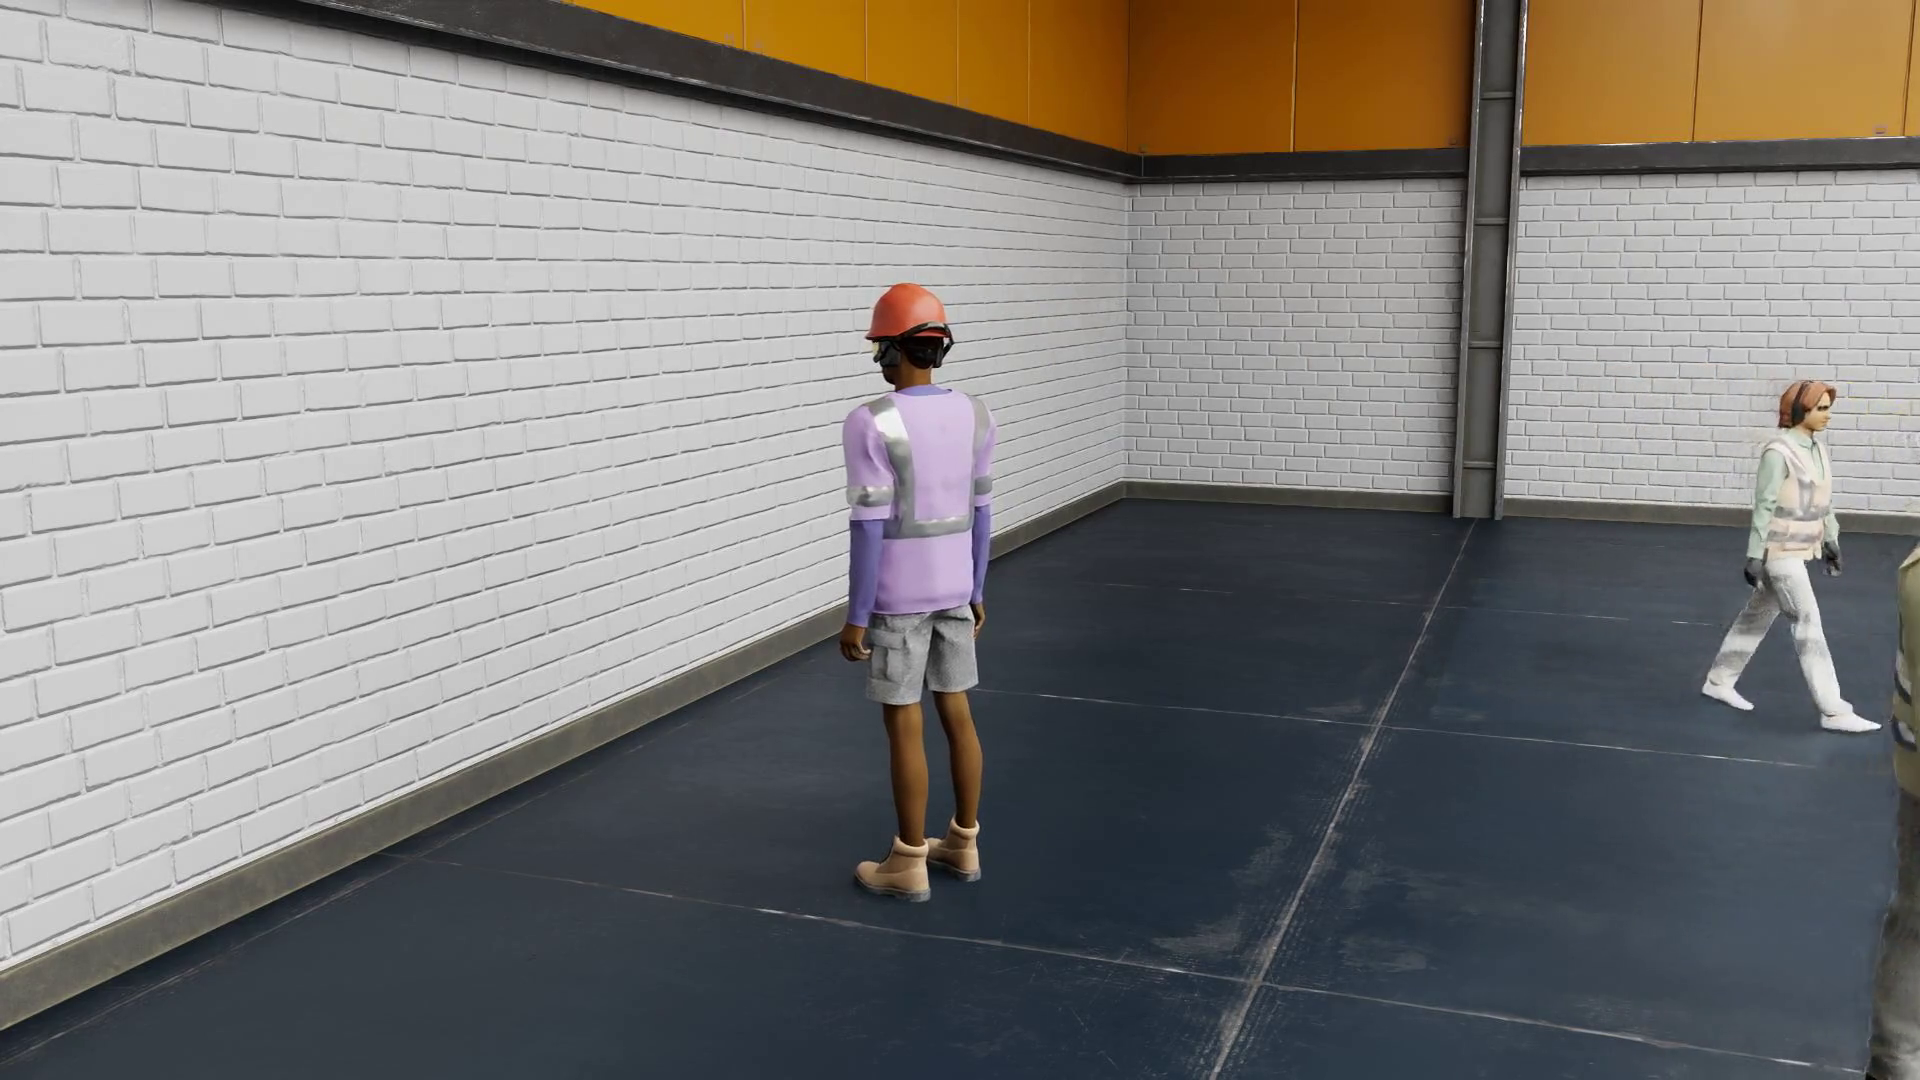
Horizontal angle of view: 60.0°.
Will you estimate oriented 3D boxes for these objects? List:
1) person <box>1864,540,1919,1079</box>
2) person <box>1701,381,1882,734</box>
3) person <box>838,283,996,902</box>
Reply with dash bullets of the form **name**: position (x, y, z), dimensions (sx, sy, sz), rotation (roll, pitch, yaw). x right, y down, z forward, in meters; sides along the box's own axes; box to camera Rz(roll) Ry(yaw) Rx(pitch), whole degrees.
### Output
- **person**: position (2.424, 0.552, 3.884), dimensions (0.594, 1.817, 0.513), rotation (-4, 10, -23)
- **person**: position (3.852, 0.059, 7.679), dimensions (0.534, 1.589, 0.857), rotation (-8, 12, -41)
- **person**: position (-0.161, 0.175, 5.551), dimensions (0.610, 2.043, 0.397), rotation (-8, 12, -42)
